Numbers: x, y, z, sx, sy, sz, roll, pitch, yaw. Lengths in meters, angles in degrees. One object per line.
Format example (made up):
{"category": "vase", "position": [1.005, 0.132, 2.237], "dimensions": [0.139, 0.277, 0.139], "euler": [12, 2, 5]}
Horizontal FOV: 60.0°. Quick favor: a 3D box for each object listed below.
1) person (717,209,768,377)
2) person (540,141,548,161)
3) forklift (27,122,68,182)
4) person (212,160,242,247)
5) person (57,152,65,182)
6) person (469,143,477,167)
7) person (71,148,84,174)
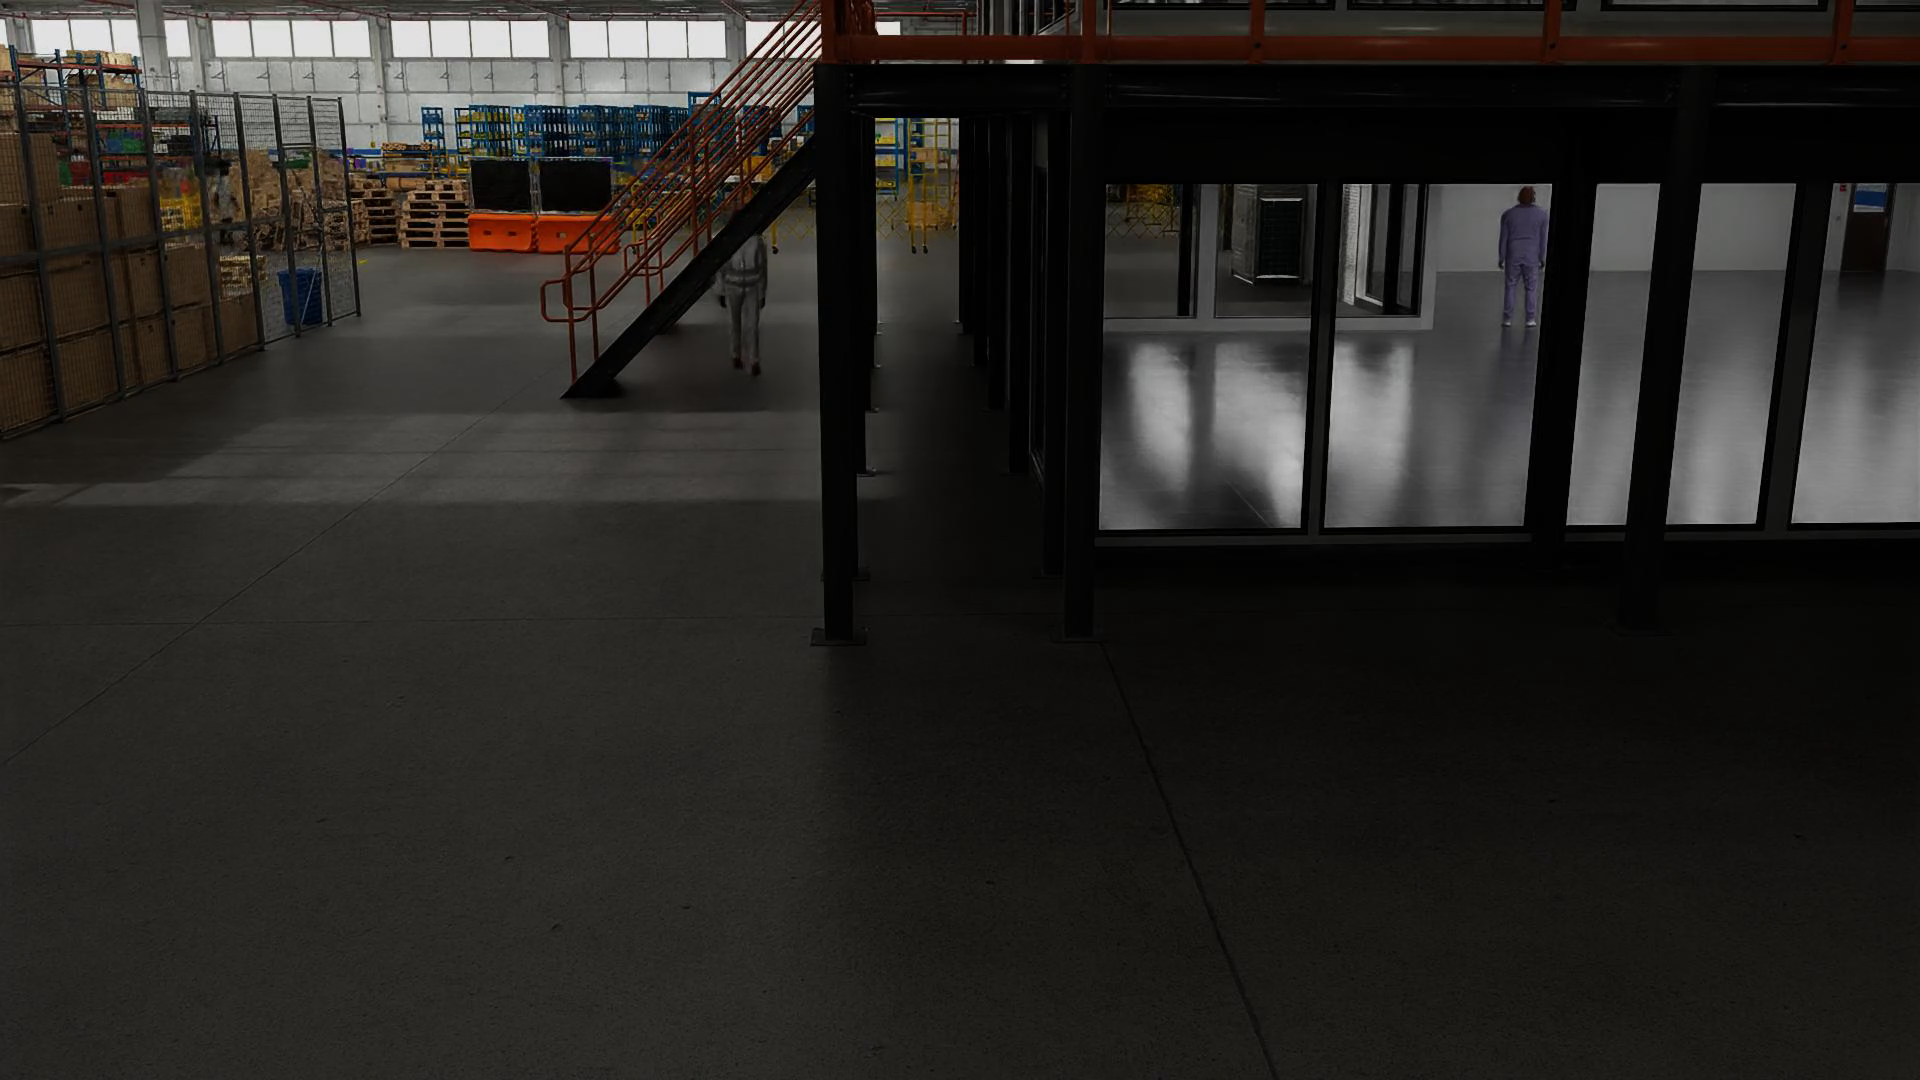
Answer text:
{"category": "person", "position": [-2.417, -2.770, 18.552], "dimensions": [0.576, 1.836, 1.038], "euler": [-3, 14, -12]}
{"category": "person", "position": [-20.897, -19.093, 83.639], "dimensions": [0.643, 1.895, 0.782], "euler": [13, 19, 43]}
{"category": "forklift", "position": [-35.376, -14.773, 64.377], "dimensions": [1.129, 2.768, 1.873], "euler": [-1, 14, -2]}
{"category": "person", "position": [-16.466, -7.568, 37.476], "dimensions": [0.720, 1.937, 0.614], "euler": [-1, 14, -2]}
{"category": "person", "position": [-33.473, -13.550, 61.854], "dimensions": [0.530, 1.720, 0.932], "euler": [8, 16, 28]}
{"category": "person", "position": [-24.636, -19.064, 83.719], "dimensions": [0.900, 1.792, 0.622], "euler": [-3, 14, -13]}
{"category": "person", "position": [-39.014, -16.468, 73.573], "dimensions": [0.535, 1.687, 0.409], "euler": [-7, 16, -26]}
